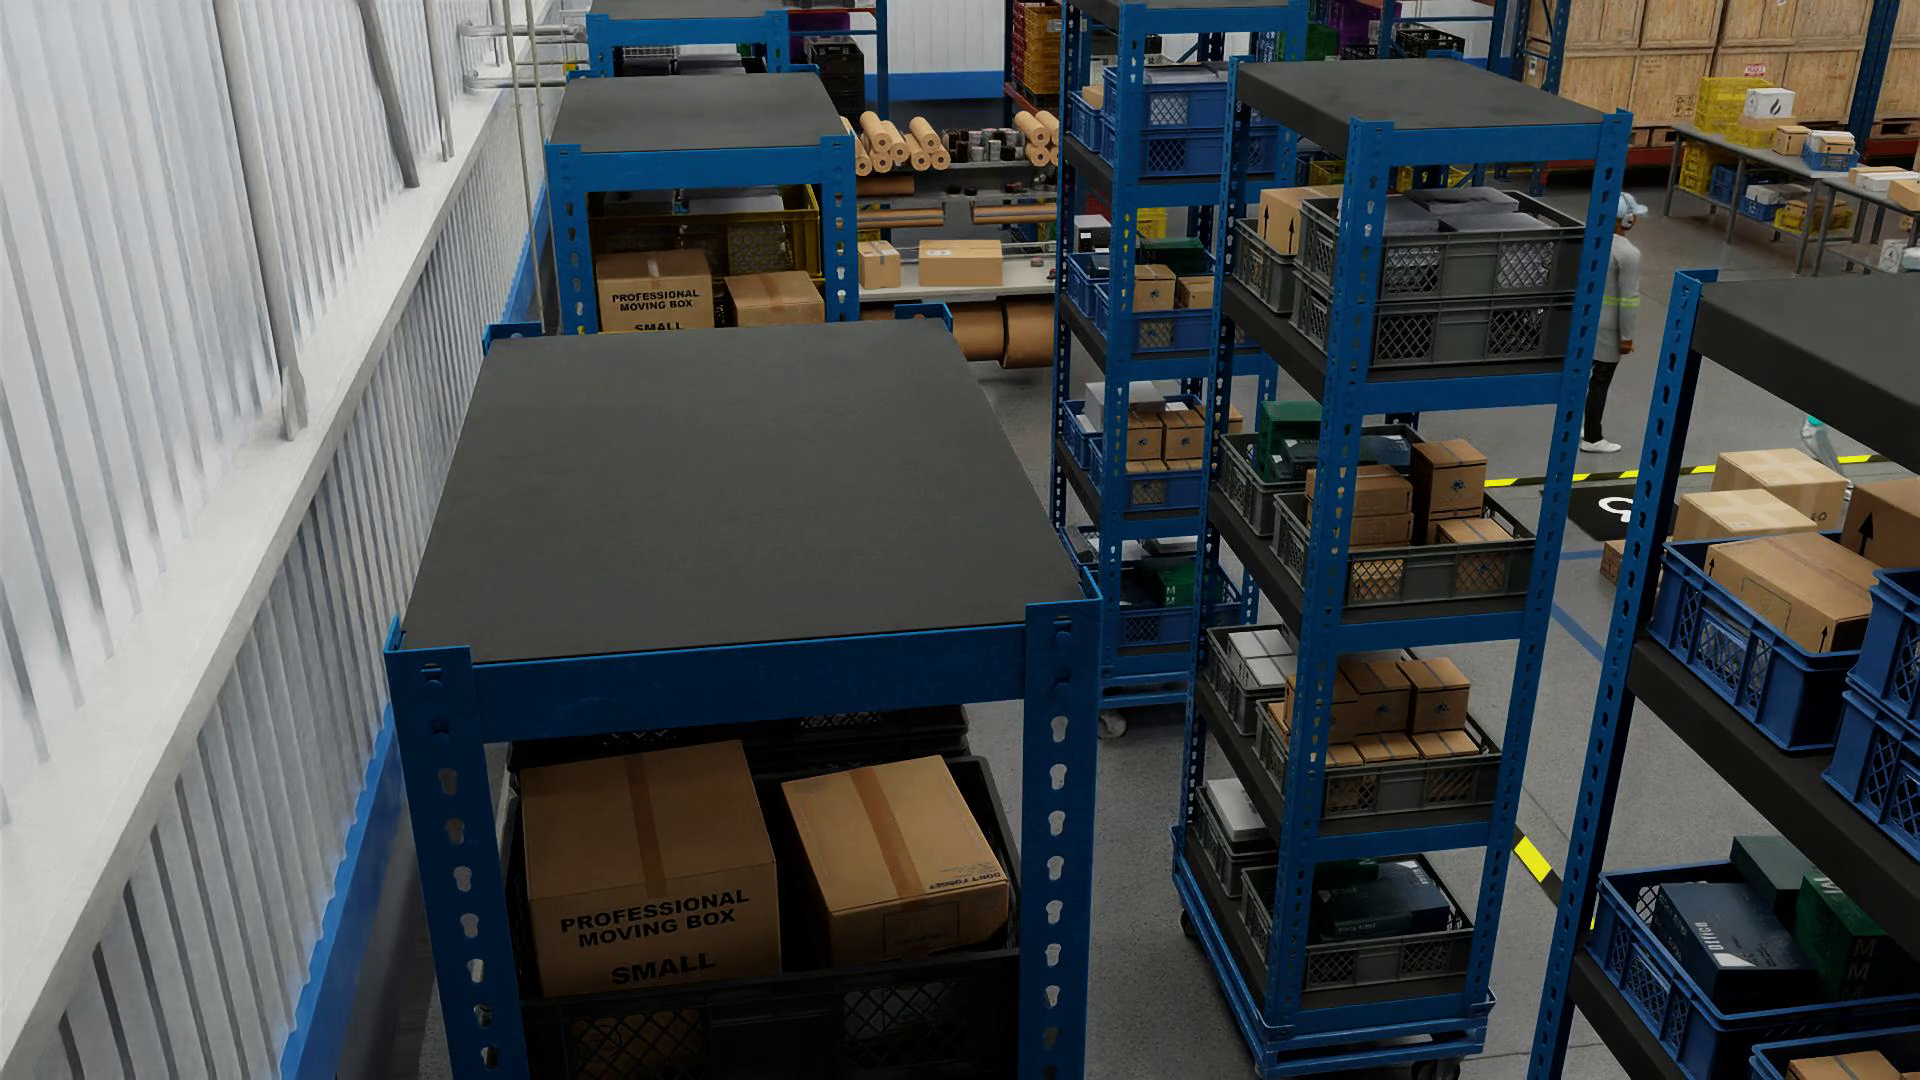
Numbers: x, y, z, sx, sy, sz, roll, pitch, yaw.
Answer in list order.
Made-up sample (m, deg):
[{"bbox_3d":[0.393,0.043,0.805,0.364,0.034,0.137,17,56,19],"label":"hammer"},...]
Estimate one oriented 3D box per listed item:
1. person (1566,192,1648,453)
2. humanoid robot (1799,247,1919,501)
[{"bbox_3d":[4.545,-1.527,11.723,0.370,1.852,0.588,-9,26,-18],"label":"person"},{"bbox_3d":[5.799,-1.095,10.765,0.735,1.673,0.533,15,28,29],"label":"humanoid robot"}]
